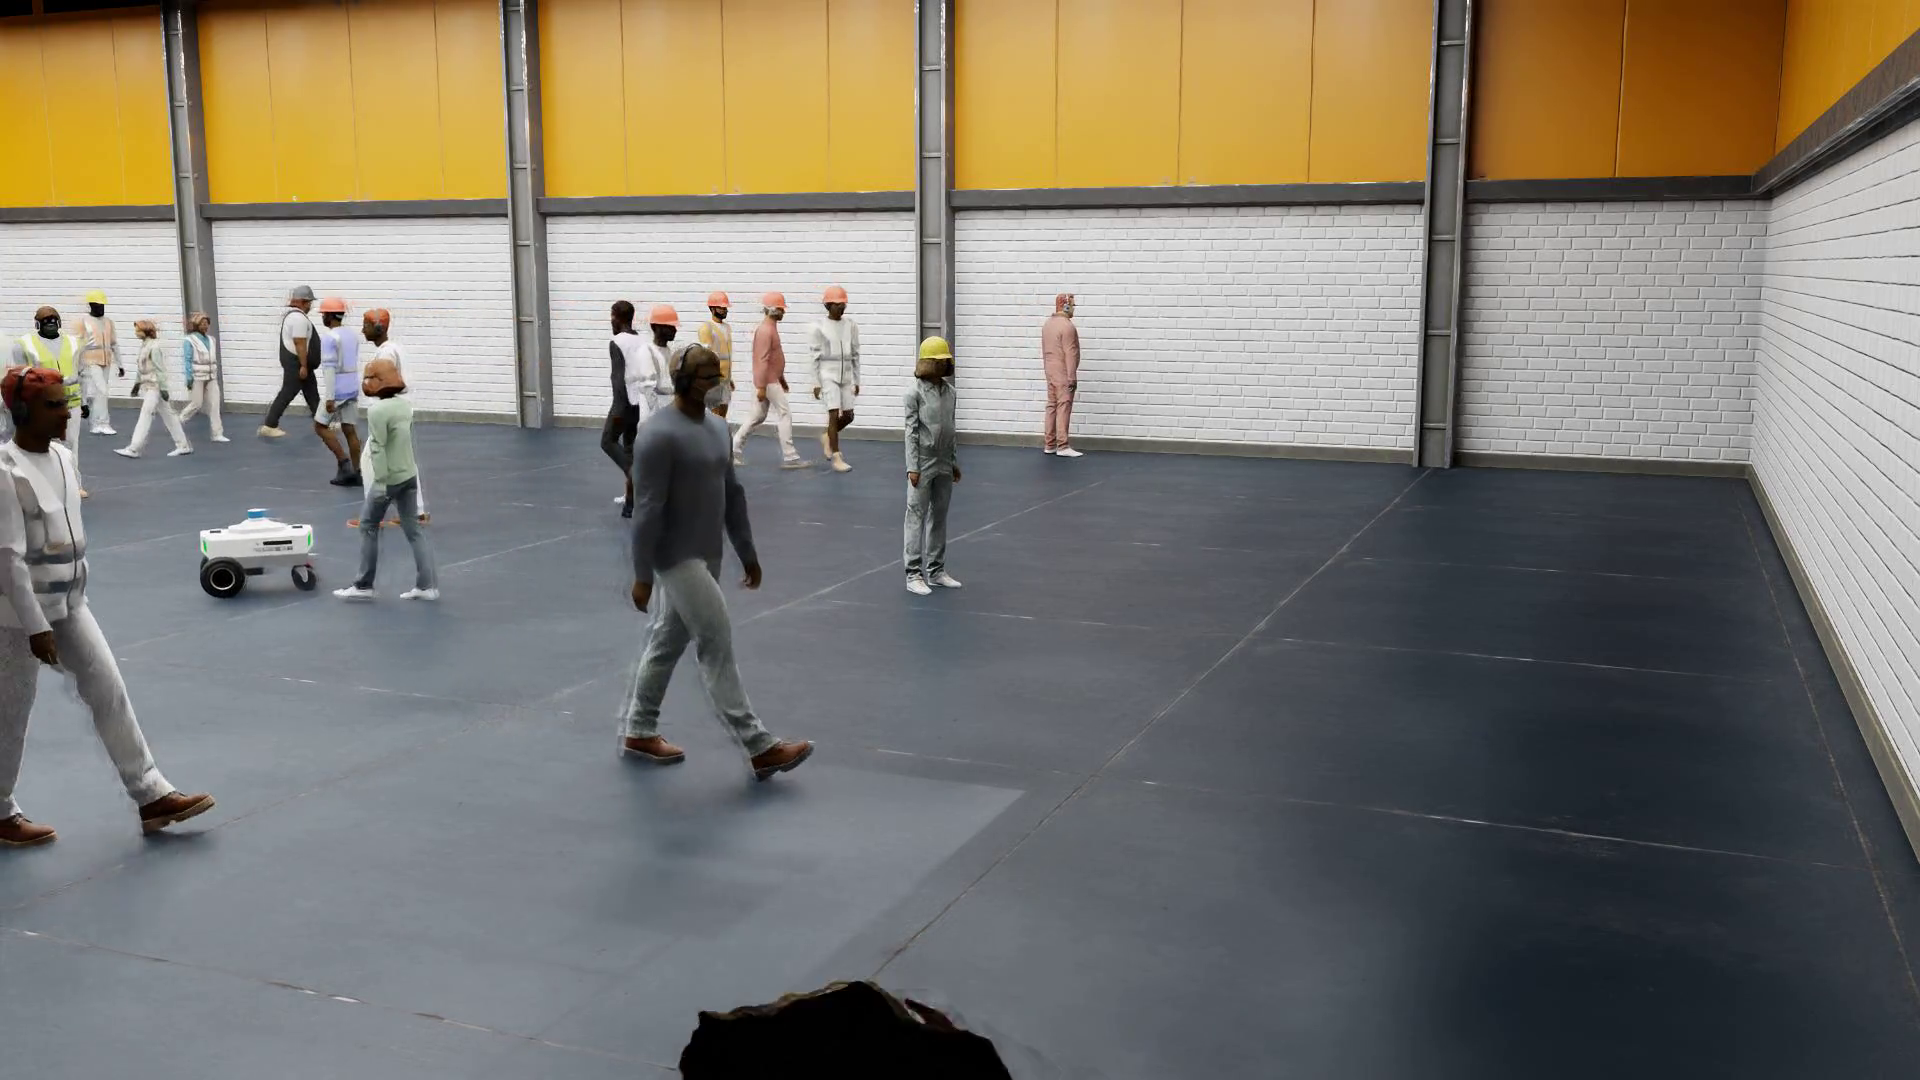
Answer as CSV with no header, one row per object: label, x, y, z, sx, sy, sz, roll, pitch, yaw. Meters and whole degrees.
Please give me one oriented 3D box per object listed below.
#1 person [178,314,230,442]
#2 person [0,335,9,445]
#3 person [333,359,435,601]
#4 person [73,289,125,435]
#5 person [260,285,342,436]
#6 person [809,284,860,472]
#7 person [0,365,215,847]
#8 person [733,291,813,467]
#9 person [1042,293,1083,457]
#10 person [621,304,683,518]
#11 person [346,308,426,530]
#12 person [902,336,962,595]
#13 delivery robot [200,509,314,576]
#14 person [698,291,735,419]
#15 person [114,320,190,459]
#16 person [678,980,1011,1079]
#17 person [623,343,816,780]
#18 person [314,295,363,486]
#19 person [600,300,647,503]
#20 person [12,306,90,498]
person,-9.601,-2.036,20.973,0.670,1.620,0.523,3,10,20
person,-8.892,-1.229,15.183,0.438,1.911,0.663,0,9,2
person,-3.835,-0.383,10.981,0.738,1.604,0.527,2,10,11
person,-11.193,-2.313,21.749,0.682,1.903,0.622,3,10,19
person,-8.695,-2.384,21.788,1.047,2.000,0.686,-4,10,-25
person,-1.379,-1.767,18.105,0.610,2.024,0.698,-7,11,-35
person,-3.366,0.271,6.304,0.941,1.841,0.589,1,9,4
person,-2.162,-1.758,18.290,0.949,1.956,0.602,-1,9,-8
person,1.209,-1.924,19.415,0.403,1.904,0.652,-4,10,-23
person,-2.559,-1.091,14.427,0.996,1.884,0.546,5,11,28
person,-4.921,-1.016,14.060,0.765,1.859,0.598,-2,10,-10
person,-0.175,-0.510,11.331,0.296,1.745,0.484,8,12,41
delivery robot,-4.796,0.031,11.362,0.707,0.478,0.477,-4,10,-23
person,-2.734,-1.863,18.941,0.356,1.937,0.552,4,10,23
person,-9.355,-1.735,19.202,0.847,1.592,0.522,-7,11,-35
person,0.034,1.153,1.097,0.596,1.788,0.903,-9,13,-43
person,-1.094,0.093,7.236,1.004,1.883,0.655,3,10,19
person,-6.223,-1.482,16.664,0.438,1.921,0.578,2,10,14
person,-3.090,-1.266,15.424,0.452,1.901,0.625,3,10,17
person,-8.581,-1.290,15.763,0.429,1.841,0.633,8,13,42
